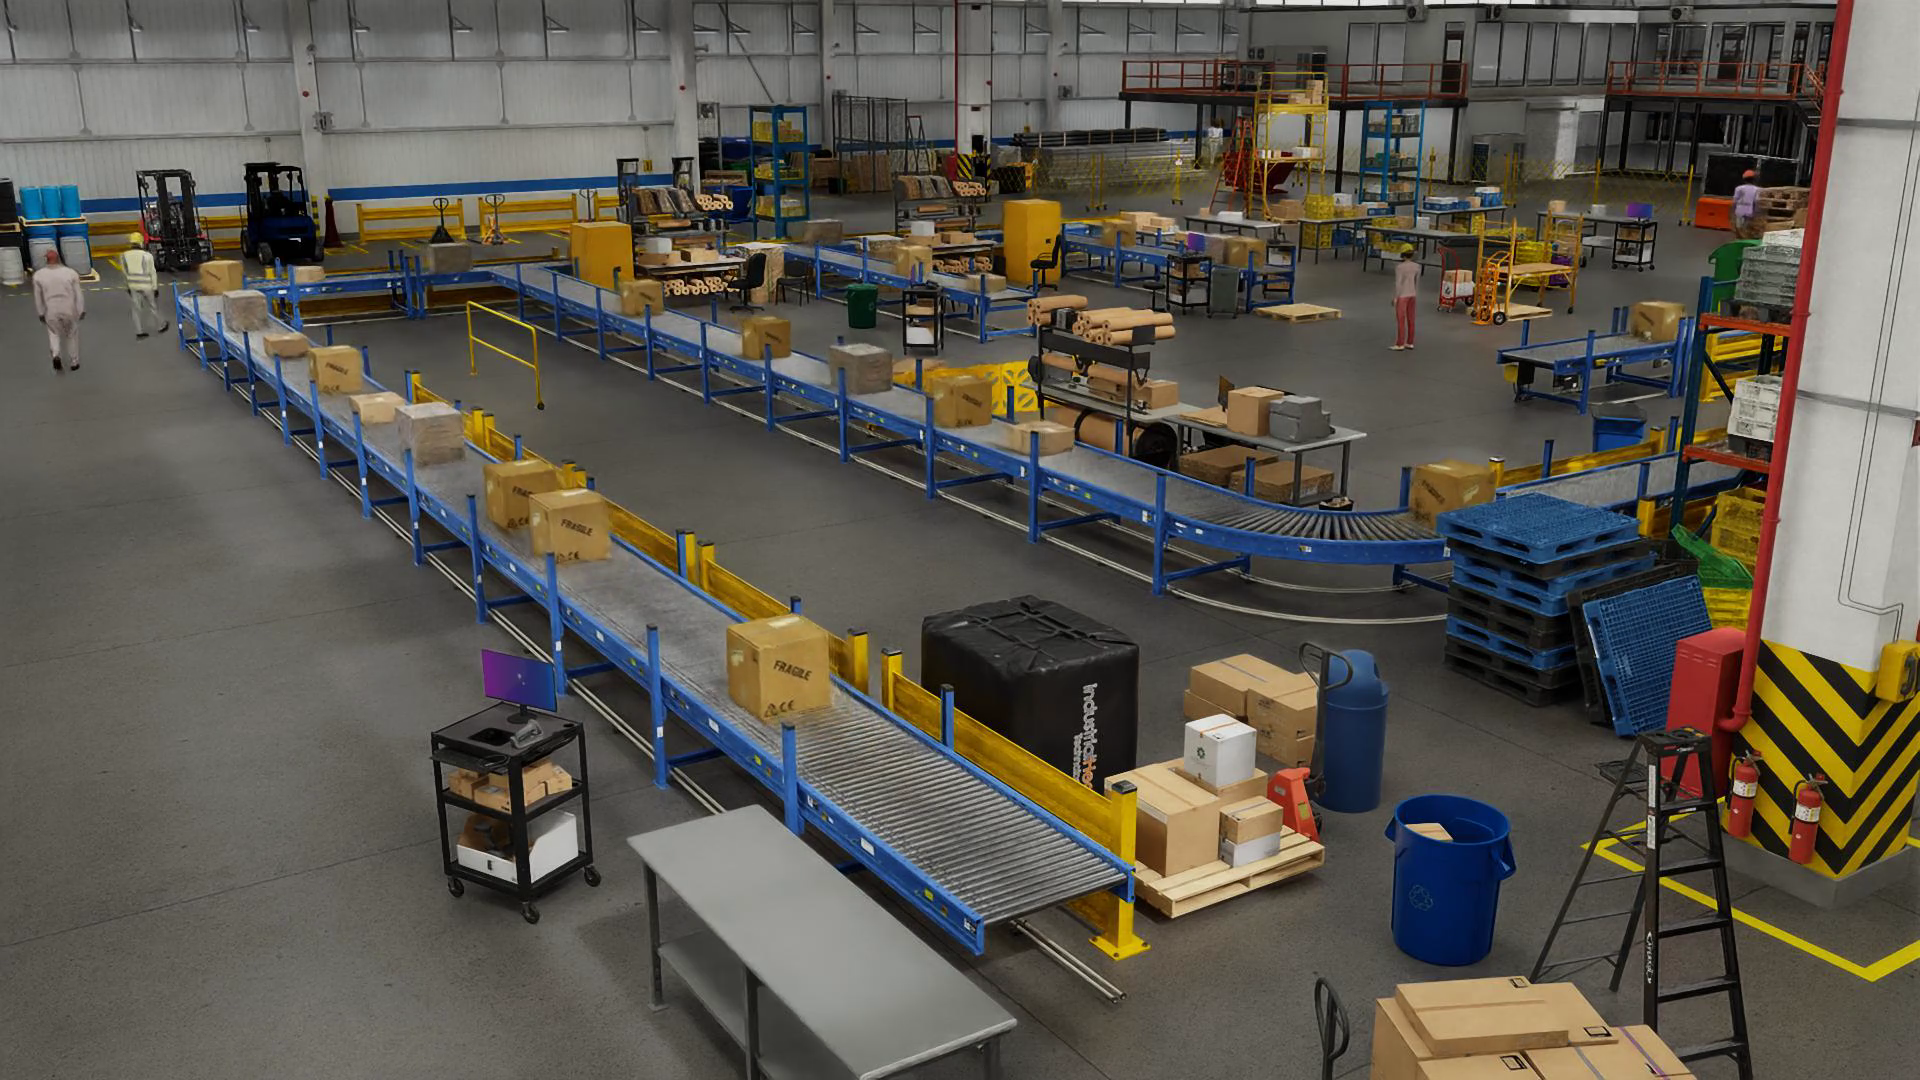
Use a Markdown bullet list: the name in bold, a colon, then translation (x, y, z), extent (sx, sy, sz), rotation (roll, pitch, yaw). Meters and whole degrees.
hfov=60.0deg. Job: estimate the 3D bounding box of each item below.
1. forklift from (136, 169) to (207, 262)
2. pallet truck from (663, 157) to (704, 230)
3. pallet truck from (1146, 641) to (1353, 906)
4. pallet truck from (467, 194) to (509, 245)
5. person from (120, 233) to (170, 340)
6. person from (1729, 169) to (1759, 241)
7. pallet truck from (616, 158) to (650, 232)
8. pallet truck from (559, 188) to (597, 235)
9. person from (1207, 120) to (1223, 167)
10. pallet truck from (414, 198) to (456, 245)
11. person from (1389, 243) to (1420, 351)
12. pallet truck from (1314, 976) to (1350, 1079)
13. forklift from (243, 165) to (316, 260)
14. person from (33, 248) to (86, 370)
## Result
- **forklift**: translation (-17.842, -7.318, 37.559), extent (1.157, 1.987, 2.680), rotation (-10, 20, -31)
- **pallet truck**: translation (-7.586, -9.308, 44.692), extent (0.823, 1.965, 1.885), rotation (-11, 20, -33)
- **pallet truck**: translation (1.664, 1.407, 10.232), extent (1.630, 1.274, 0.653), rotation (-10, 20, -31)
- **pallet truck**: translation (-11.983, -8.177, 42.137), extent (0.704, 1.261, 1.522), rotation (-11, 20, -33)
- **person**: translation (-14.077, -4.400, 28.710), extent (0.621, 1.785, 0.898), rotation (0, 17, 0)
- **person**: translation (18.741, -7.806, 39.672), extent (0.619, 2.018, 0.830), rotation (-4, 17, -12)
- **pallet truck**: translation (-8.918, -9.176, 44.255), extent (0.823, 1.965, 1.885), rotation (-9, 19, -27)
- **pallet truck**: translation (-10.010, -8.652, 43.699), extent (0.653, 1.274, 1.630), rotation (-10, 20, -31)
- **person**: translation (10.357, -16.095, 67.530), extent (0.597, 1.839, 0.825), rotation (-5, 17, -16)
- **pallet truck**: translation (-13.250, -8.060, 41.856), extent (0.680, 1.201, 1.601), rotation (-10, 20, -31)
- **person**: translation (7.337, -4.009, 27.464), extent (0.525, 1.765, 0.329), rotation (-10, 19, -30)
- **pallet truck**: translation (2.299, 2.390, 7.086), extent (1.601, 1.201, 0.680), rotation (-2, 17, -7)
- **forklift**: translation (-15.898, -7.669, 38.708), extent (1.157, 1.987, 2.680), rotation (-11, 20, -33)
- **person**: translation (-13.912, -3.563, 25.757), extent (0.656, 1.893, 0.425), rotation (-7, 18, -21)
